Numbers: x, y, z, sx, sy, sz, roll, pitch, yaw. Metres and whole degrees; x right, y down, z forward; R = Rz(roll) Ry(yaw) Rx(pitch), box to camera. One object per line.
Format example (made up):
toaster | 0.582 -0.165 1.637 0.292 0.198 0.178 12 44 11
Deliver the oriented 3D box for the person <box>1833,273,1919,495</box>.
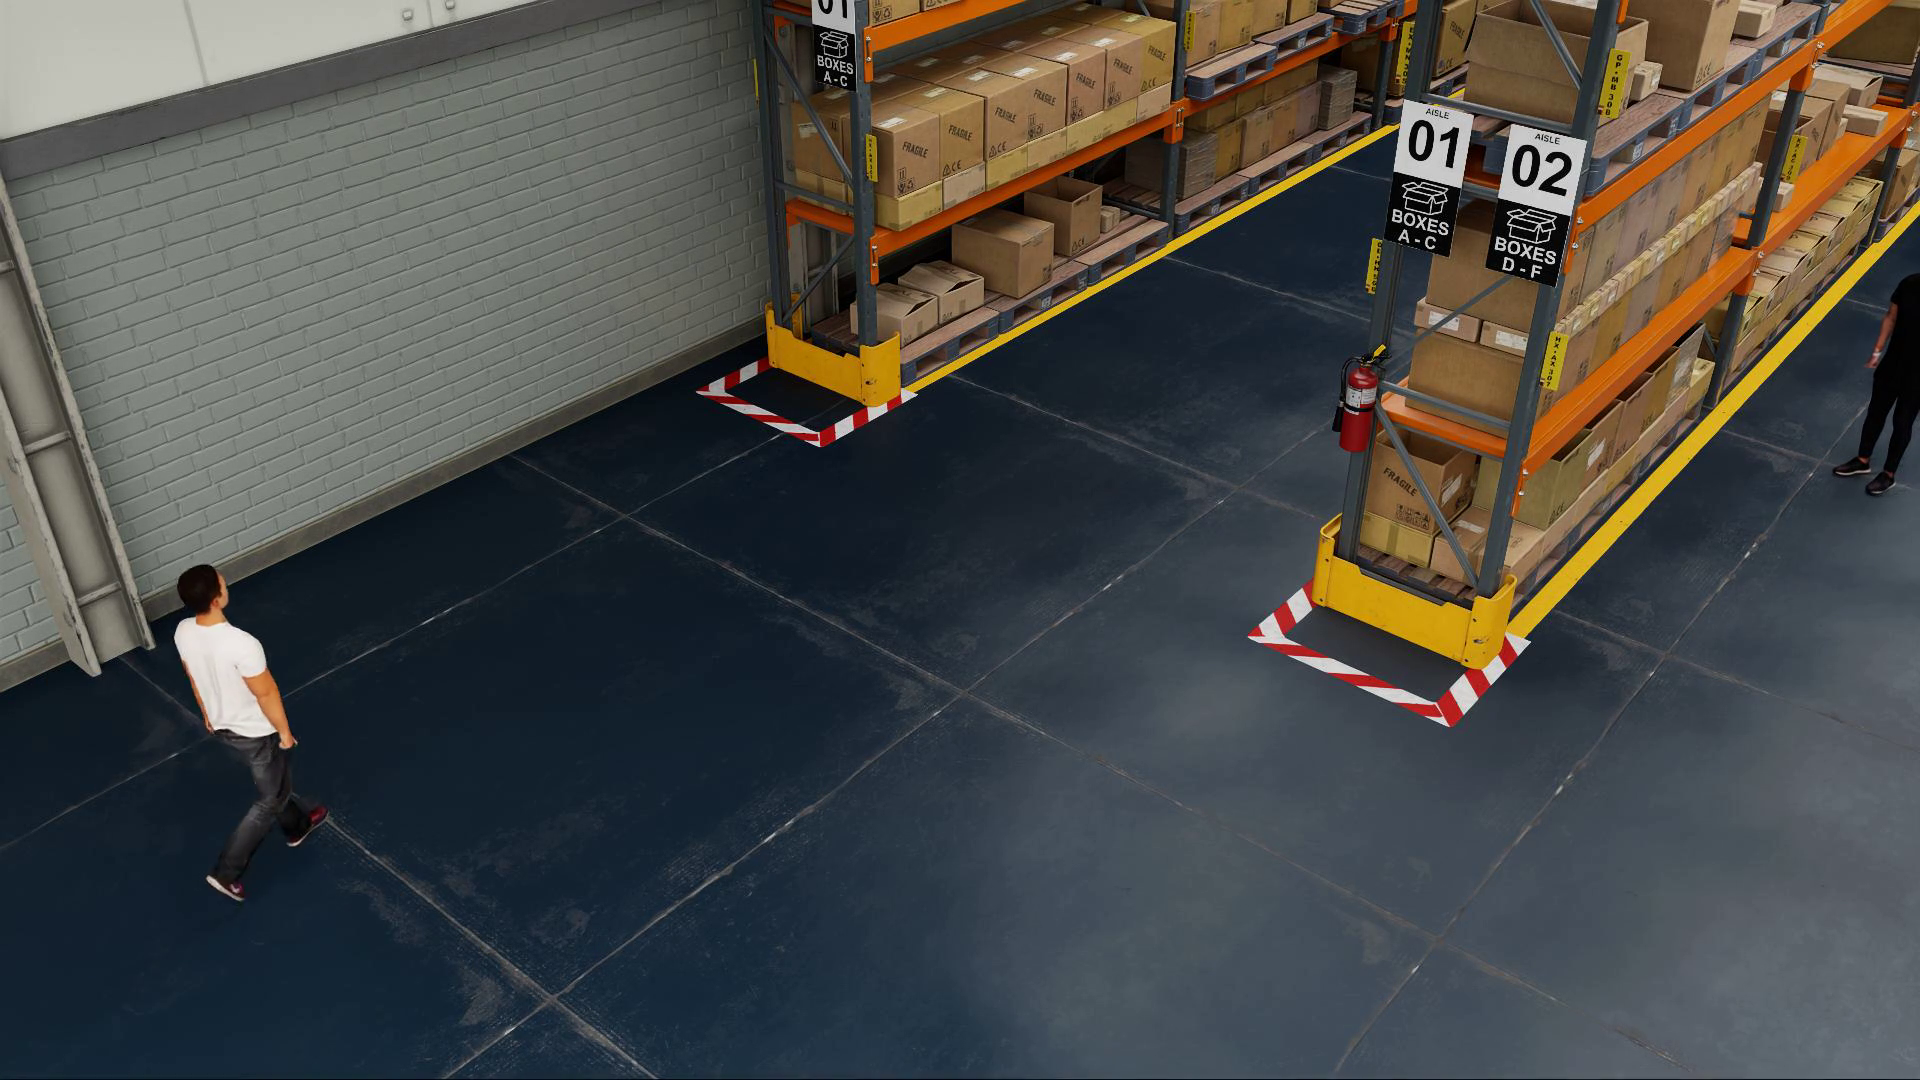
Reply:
person | 6.382 -1.196 11.169 0.740 1.867 0.767 -15 36 -21

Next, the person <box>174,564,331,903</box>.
person | -3.485 0.932 7.976 0.849 1.782 1.141 13 35 20
